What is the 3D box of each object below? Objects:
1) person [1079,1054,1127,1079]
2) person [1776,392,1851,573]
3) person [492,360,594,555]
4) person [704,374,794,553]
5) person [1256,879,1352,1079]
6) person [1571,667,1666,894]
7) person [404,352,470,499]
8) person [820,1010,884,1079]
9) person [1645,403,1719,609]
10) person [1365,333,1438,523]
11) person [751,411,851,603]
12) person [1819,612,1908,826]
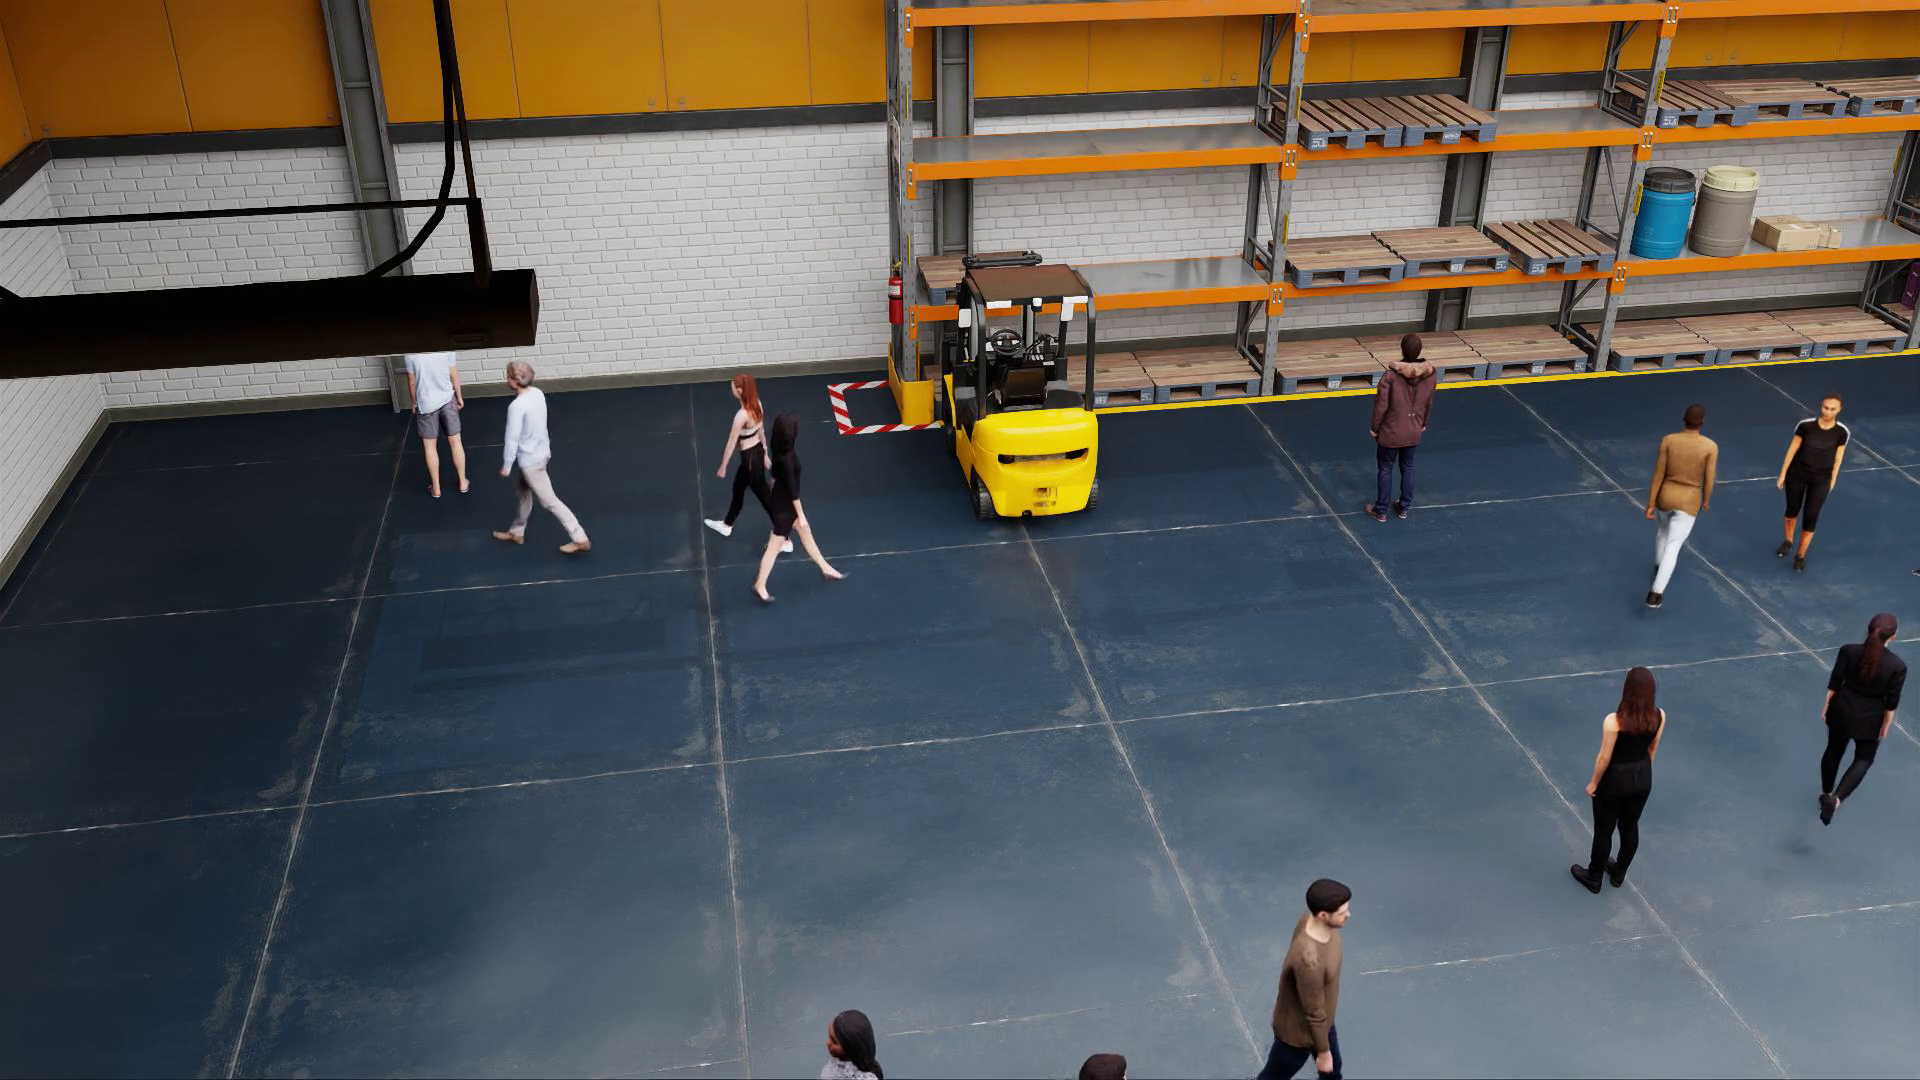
[{"bbox_3d":[0.525,3.162,7.812,0.929,1.846,0.861,-18,34,-30],"label":"person"},{"bbox_3d":[7.622,-0.597,14.908,0.843,1.650,0.905,20,34,32],"label":"person"},{"bbox_3d":[-3.732,-0.685,14.866,1.327,1.846,0.958,5,29,9],"label":"person"},{"bbox_3d":[-1.768,-0.645,14.943,1.204,1.702,0.911,7,29,12],"label":"person"},{"bbox_3d":[1.760,2.548,8.929,1.146,1.855,0.990,10,30,18],"label":"person"},{"bbox_3d":[4.334,1.578,10.882,0.490,1.687,0.636,-6,29,-10],"label":"person"},{"bbox_3d":[-5.040,-1.294,15.997,0.579,1.832,0.751,-12,31,-21],"label":"person"},{"bbox_3d":[-0.522,2.991,8.254,0.581,1.724,0.645,-12,31,-21],"label":"person"},{"bbox_3d":[6.100,-0.257,14.157,1.196,1.772,1.251,18,33,29],"label":"person"},{"bbox_3d":[4.112,-1.049,15.532,0.631,1.847,0.832,-7,29,-13],"label":"person"},{"bbox_3d":[-1.567,-0.225,14.113,1.111,1.758,0.661,-6,29,-11],"label":"person"},{"bbox_3d":[6.157,1.270,11.489,0.883,1.647,0.981,23,36,36],"label":"person"}]
